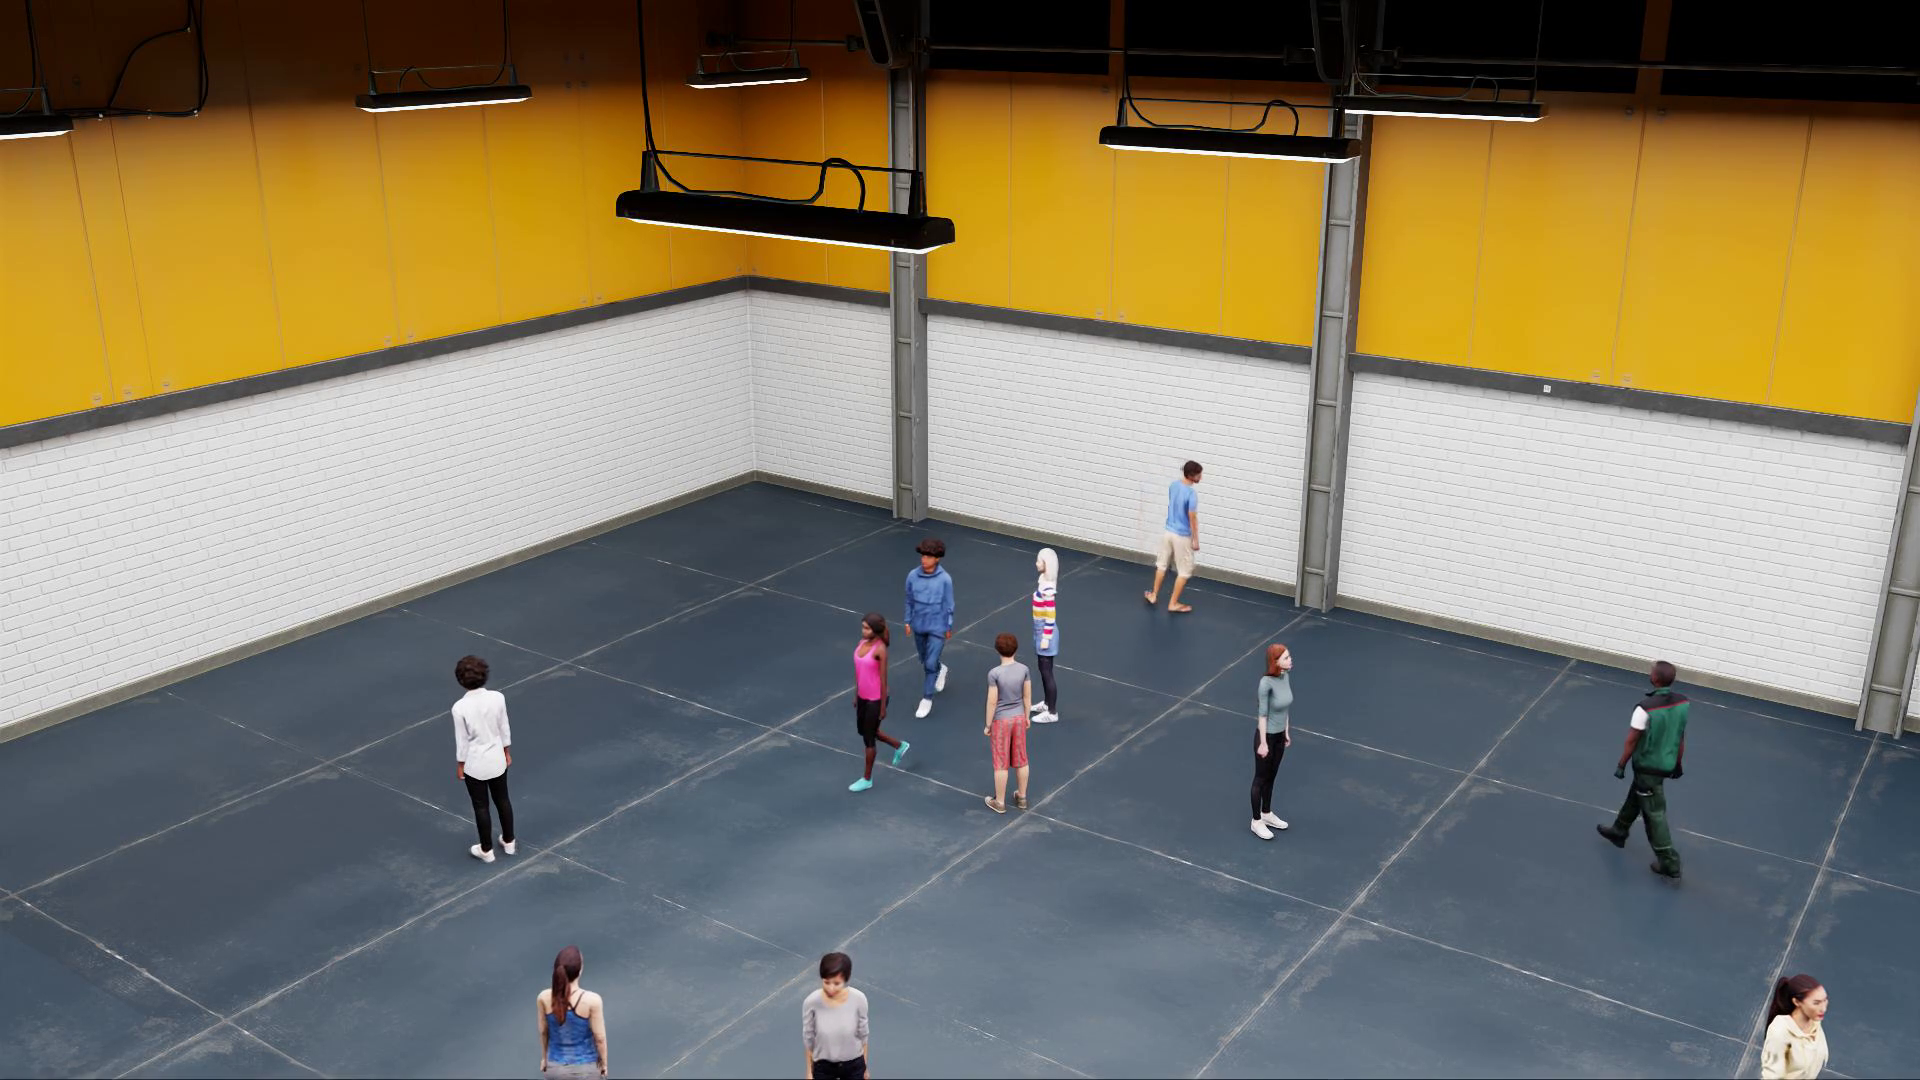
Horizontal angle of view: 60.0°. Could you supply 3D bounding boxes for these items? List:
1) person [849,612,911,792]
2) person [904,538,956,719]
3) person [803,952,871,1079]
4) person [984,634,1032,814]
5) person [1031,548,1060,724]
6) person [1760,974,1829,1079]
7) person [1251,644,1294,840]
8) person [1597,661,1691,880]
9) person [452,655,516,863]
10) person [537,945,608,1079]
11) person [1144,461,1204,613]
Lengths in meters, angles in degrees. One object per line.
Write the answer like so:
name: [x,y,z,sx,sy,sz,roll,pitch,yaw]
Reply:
person: [-0.740,1.438,15.169,0.827,1.709,0.943,-13,23,-34]
person: [-0.273,0.834,16.854,1.114,1.779,0.882,8,20,23]
person: [-0.749,3.197,10.197,0.604,1.550,0.676,-2,19,-6]
person: [0.432,1.617,14.731,0.676,1.650,0.700,-7,20,-20]
person: [0.859,0.935,16.508,0.733,1.808,0.710,-1,19,-3]
person: [4.858,3.283,9.814,0.707,1.631,0.670,-13,23,-34]
person: [2.679,1.709,14.319,0.582,1.738,0.607,17,25,41]
person: [5.734,1.906,13.643,1.093,1.797,1.294,-8,20,-22]
person: [-3.974,1.816,13.895,0.684,1.807,0.633,-15,24,-38]
person: [-2.361,3.217,10.066,0.865,1.595,0.870,1,19,3]
person: [2.512,-0.047,19.401,0.691,1.823,1.043,17,25,41]
